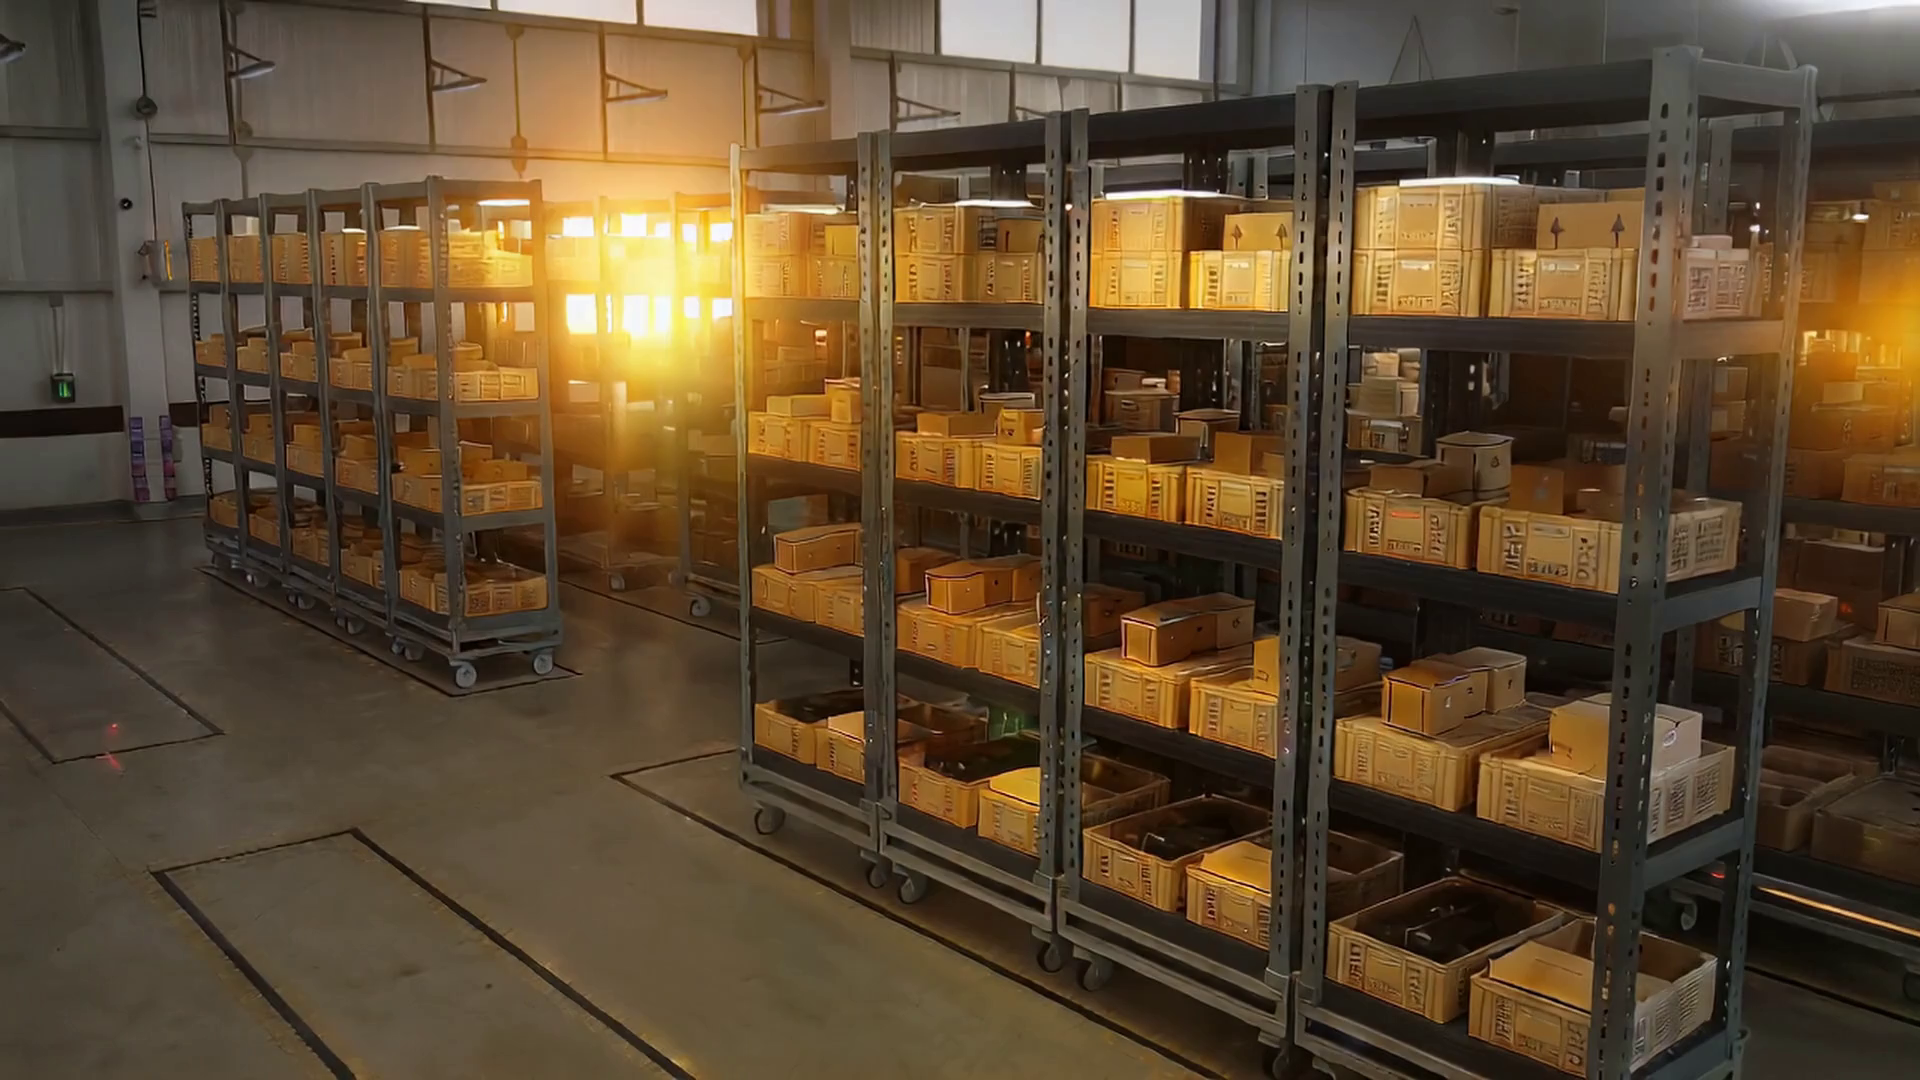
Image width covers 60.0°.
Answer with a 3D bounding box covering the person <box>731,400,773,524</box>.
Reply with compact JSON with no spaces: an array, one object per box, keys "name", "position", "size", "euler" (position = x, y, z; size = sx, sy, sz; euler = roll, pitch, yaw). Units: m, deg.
[{"name":"person","position":[-2.044,-0.599,16.333],"size":[0.590,1.836,0.404],"euler":[5,11,29]}]
